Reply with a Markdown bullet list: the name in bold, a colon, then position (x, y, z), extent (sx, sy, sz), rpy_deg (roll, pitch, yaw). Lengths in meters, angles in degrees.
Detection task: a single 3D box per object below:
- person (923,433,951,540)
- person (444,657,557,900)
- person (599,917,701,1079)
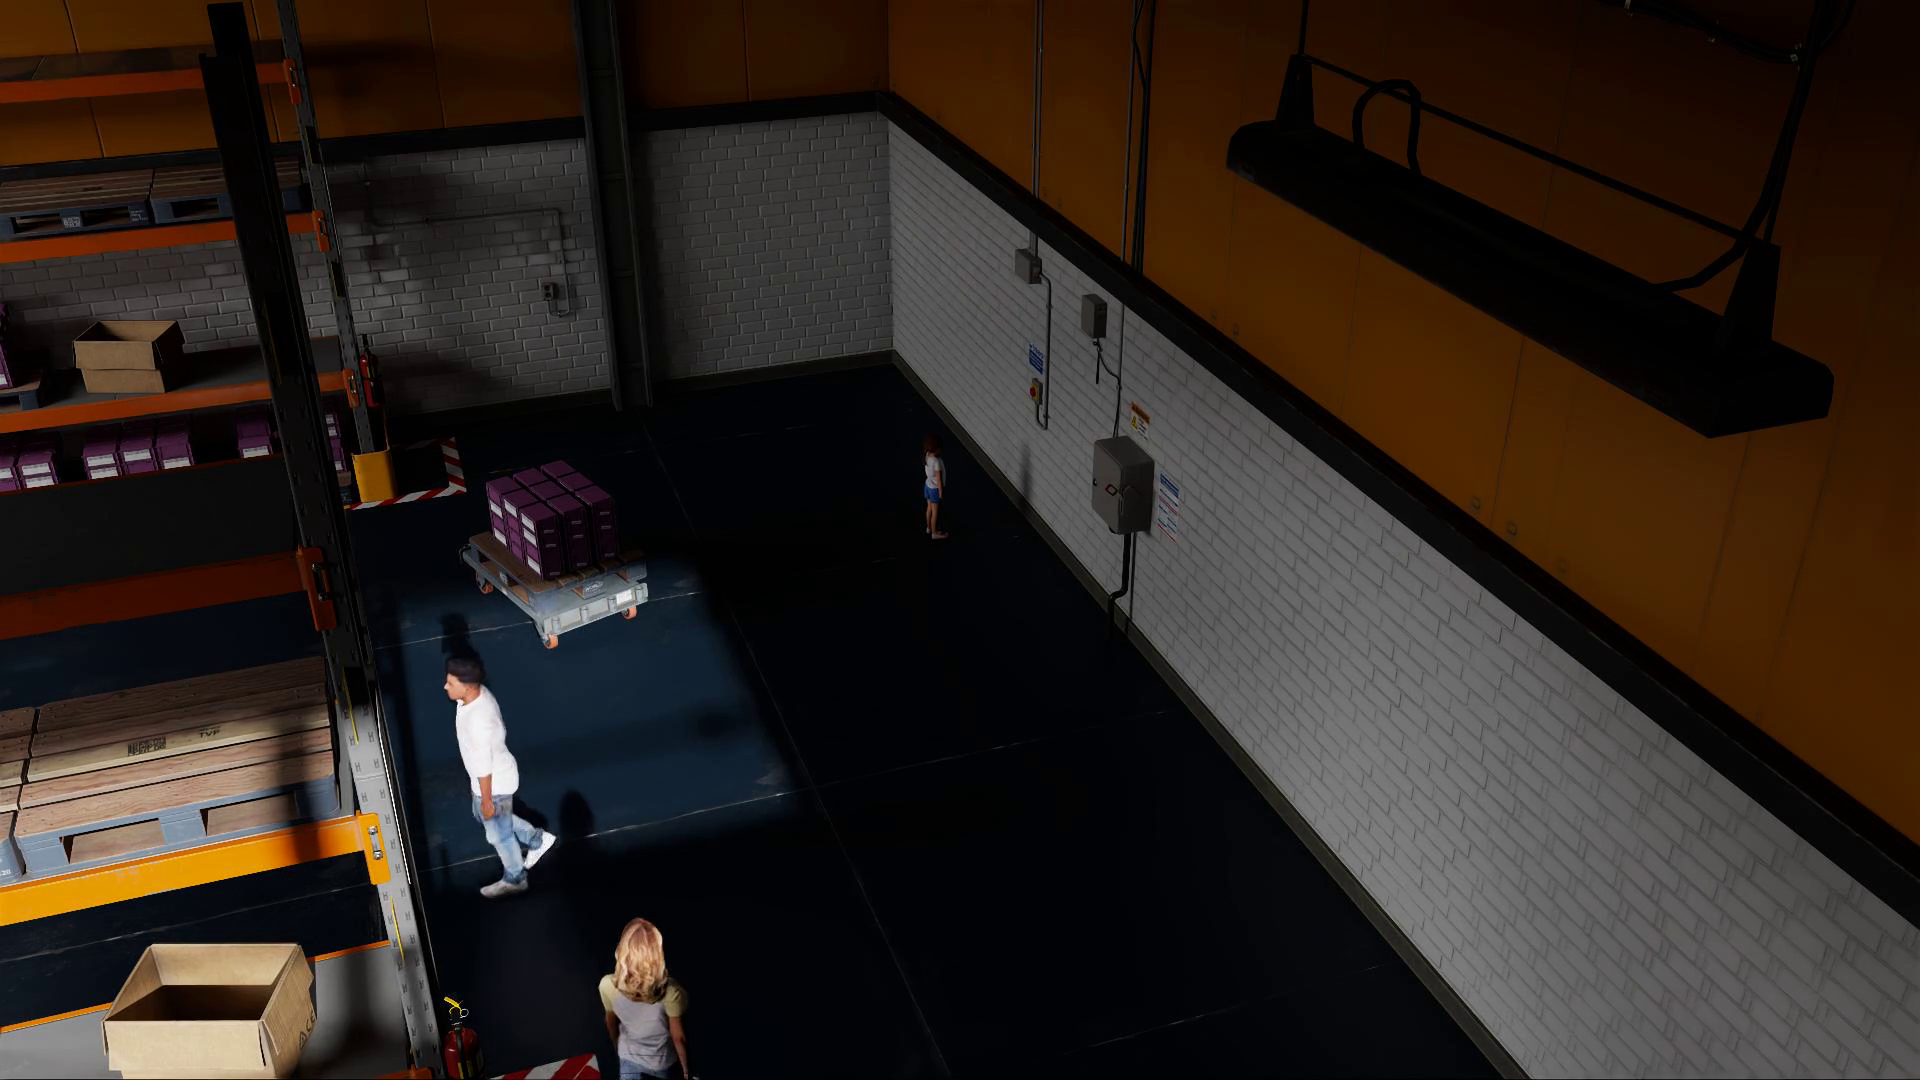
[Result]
- **person**: position (-0.232, -0.499, 14.985), extent (0.418, 1.019, 0.421), rpy_deg (-10, 30, -18)
- **person**: position (-2.892, 1.479, 10.541), extent (0.734, 1.802, 0.633), rpy_deg (-11, 30, -19)
- **person**: position (-1.589, 2.726, 8.405), extent (1.207, 1.659, 1.046), rpy_deg (3, 29, 6)
